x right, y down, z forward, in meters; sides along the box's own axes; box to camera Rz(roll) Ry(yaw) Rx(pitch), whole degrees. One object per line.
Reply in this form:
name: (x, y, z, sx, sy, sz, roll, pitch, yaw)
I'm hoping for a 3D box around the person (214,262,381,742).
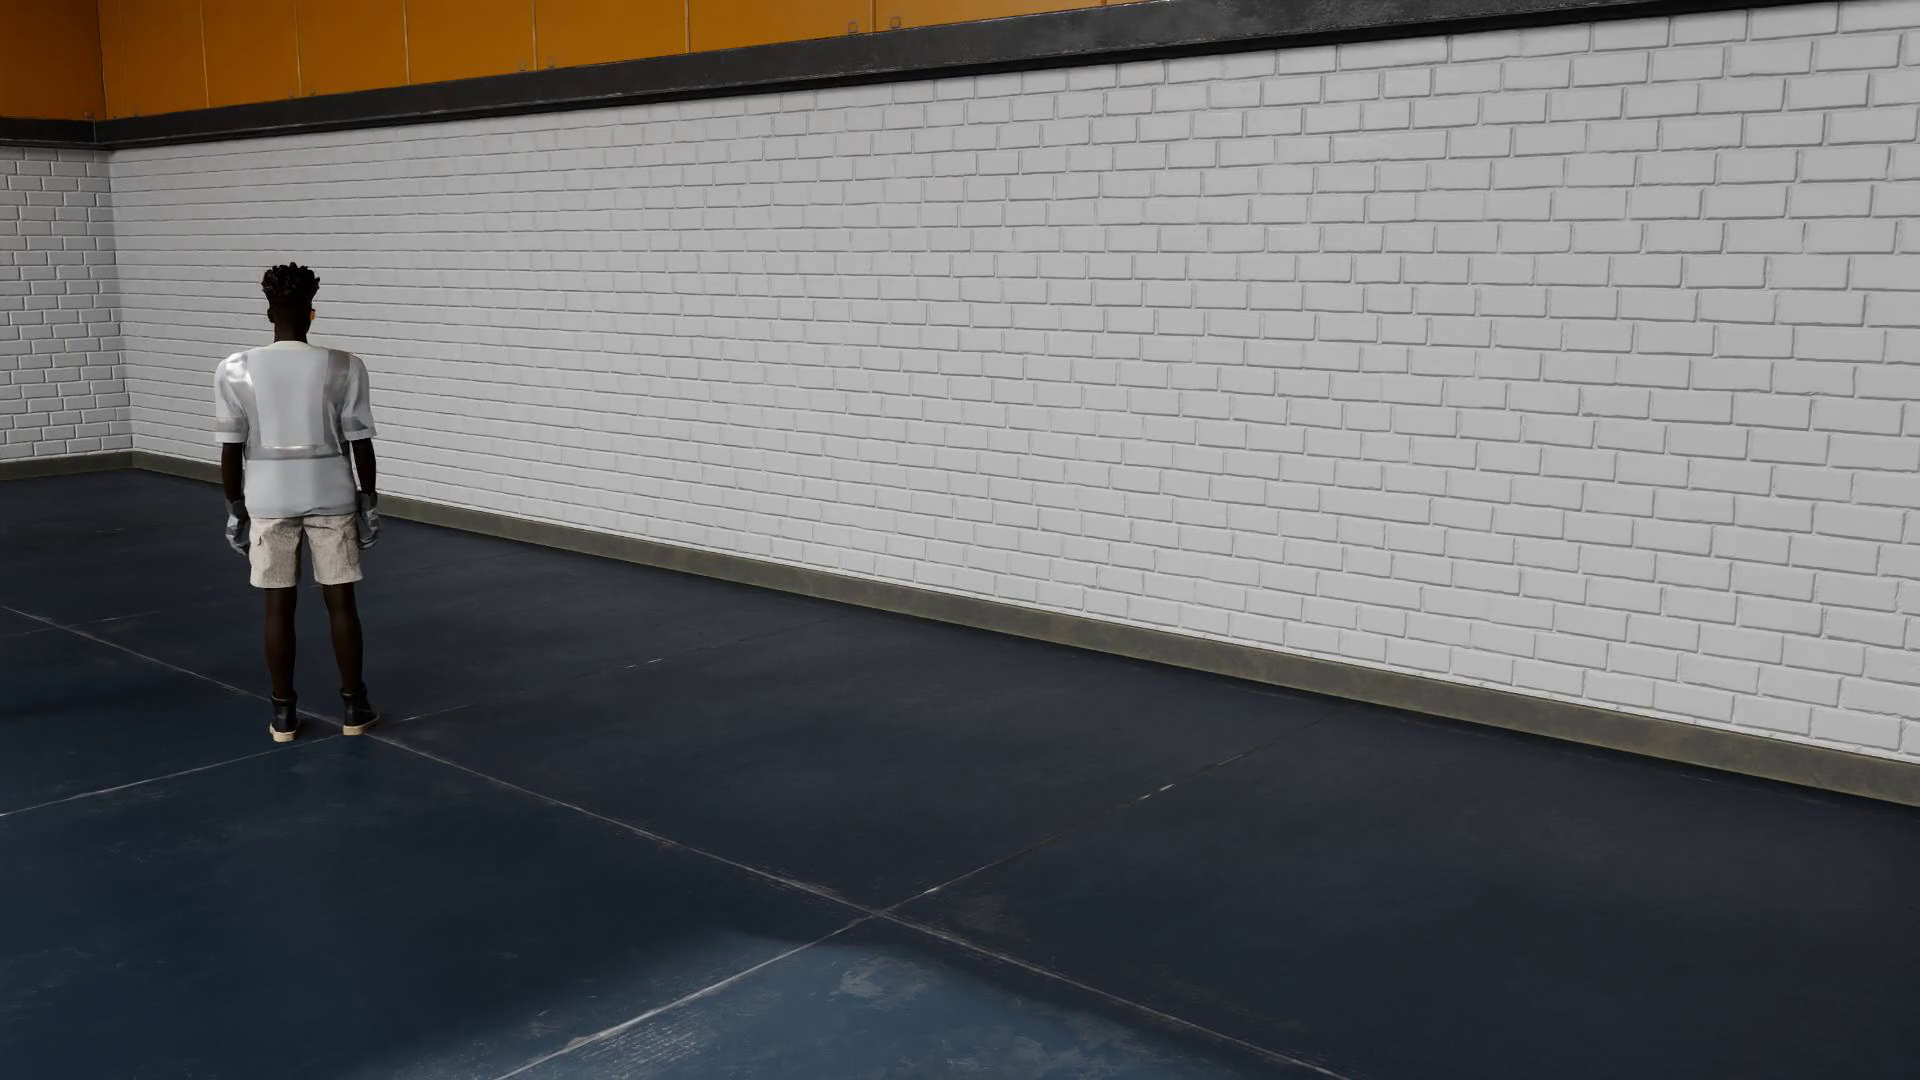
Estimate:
person: (-2.709, -0.149, 6.854, 0.611, 1.958, 0.364, -3, 10, -15)
